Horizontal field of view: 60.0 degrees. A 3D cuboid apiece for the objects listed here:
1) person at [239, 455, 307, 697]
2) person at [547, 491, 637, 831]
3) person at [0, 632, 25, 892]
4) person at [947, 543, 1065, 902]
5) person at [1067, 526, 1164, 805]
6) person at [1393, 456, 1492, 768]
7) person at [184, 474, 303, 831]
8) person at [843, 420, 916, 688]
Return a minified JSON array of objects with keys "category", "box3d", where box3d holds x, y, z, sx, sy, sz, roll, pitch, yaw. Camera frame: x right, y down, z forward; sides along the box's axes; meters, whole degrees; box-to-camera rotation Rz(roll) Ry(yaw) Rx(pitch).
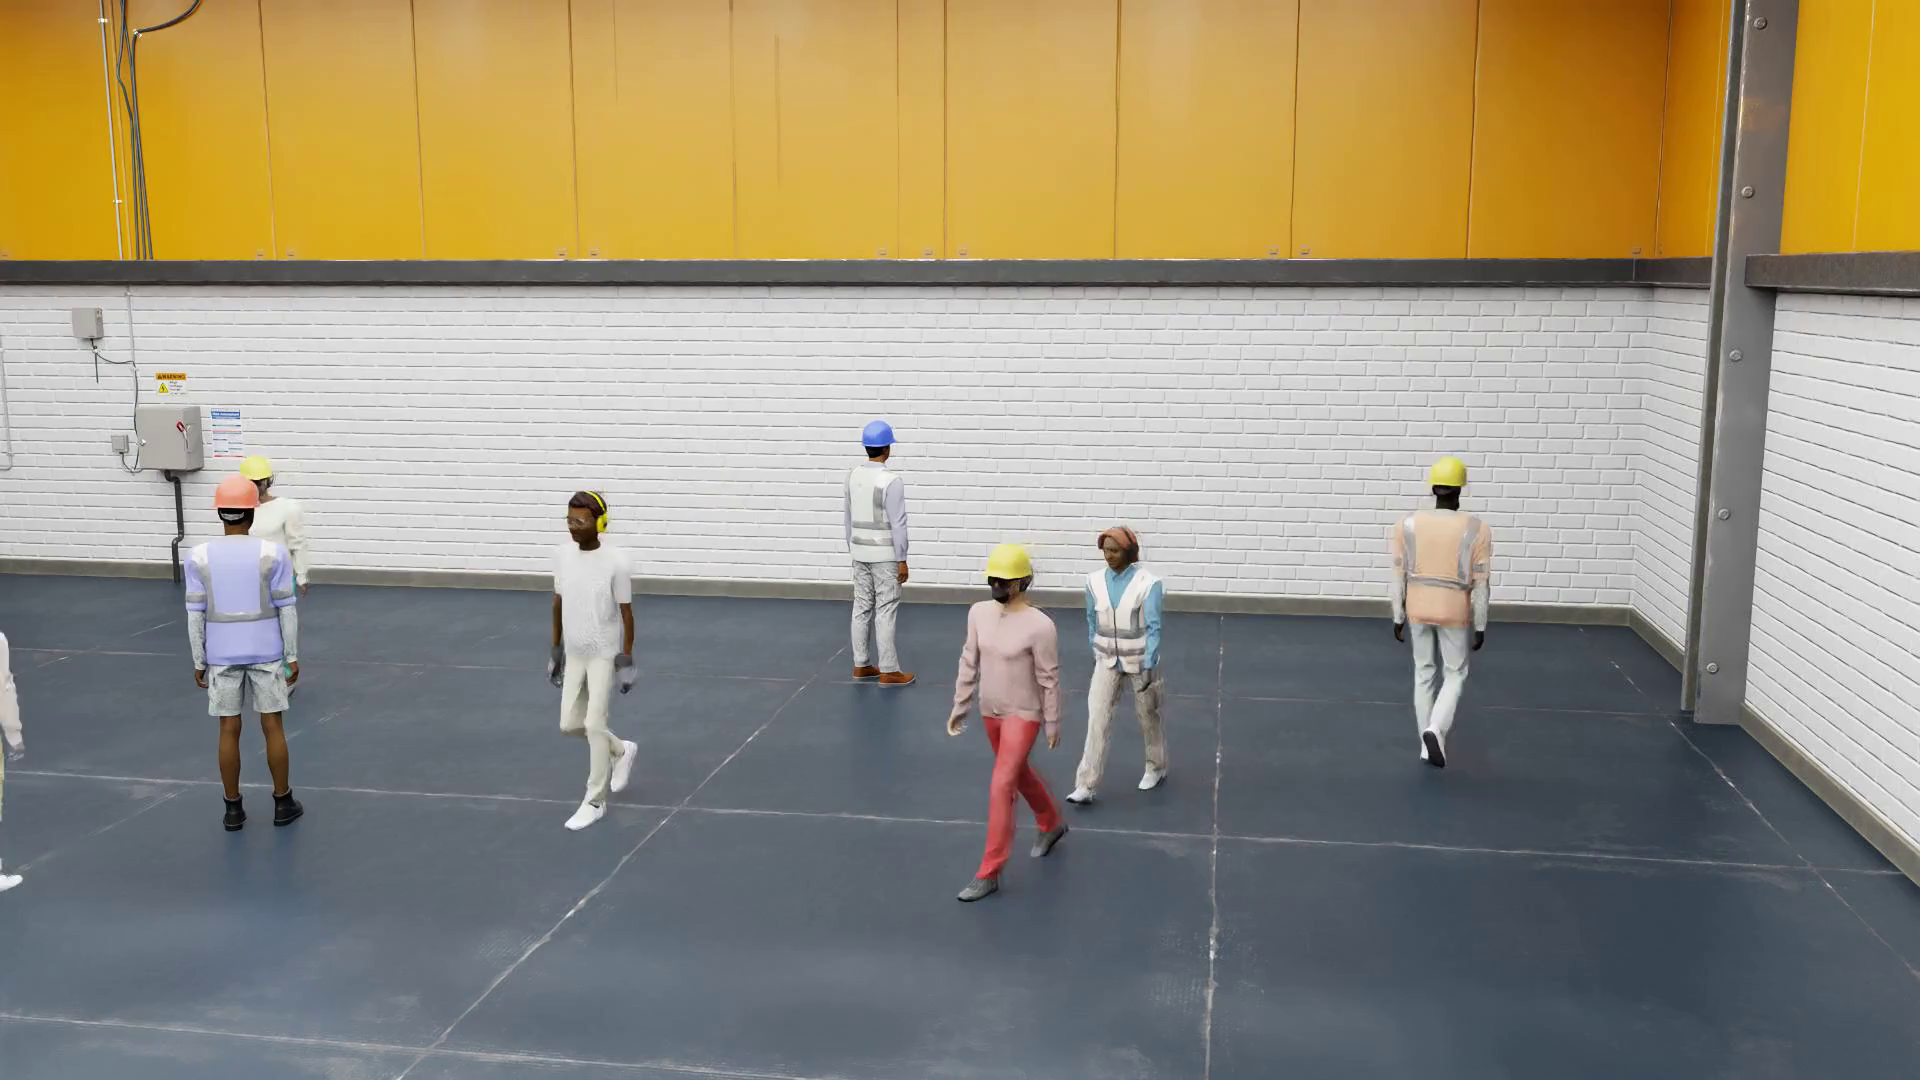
[{"category":"person","box3d":[-4.894,0.273,11.704,0.544,1.749,0.392,0,9,0]},{"category":"person","box3d":[-2.016,0.629,9.195,0.533,1.857,0.630,4,10,24]},{"category":"person","box3d":[-4.777,0.931,8.030,0.532,1.620,0.364,1,9,7]},{"category":"person","box3d":[0.282,0.843,8.279,0.529,1.721,0.919,9,13,44]},{"category":"person","box3d":[0.937,0.708,9.505,0.520,1.588,0.856,5,11,31]},{"category":"person","box3d":[2.893,0.452,10.092,0.583,1.915,0.626,5,10,28]},{"category":"person","box3d":[-3.887,0.610,9.052,0.549,1.936,0.377,-2,10,-15]},{"category":"person","box3d":[-0.598,0.102,12.143,0.376,1.950,0.613,-9,13,-44]}]
